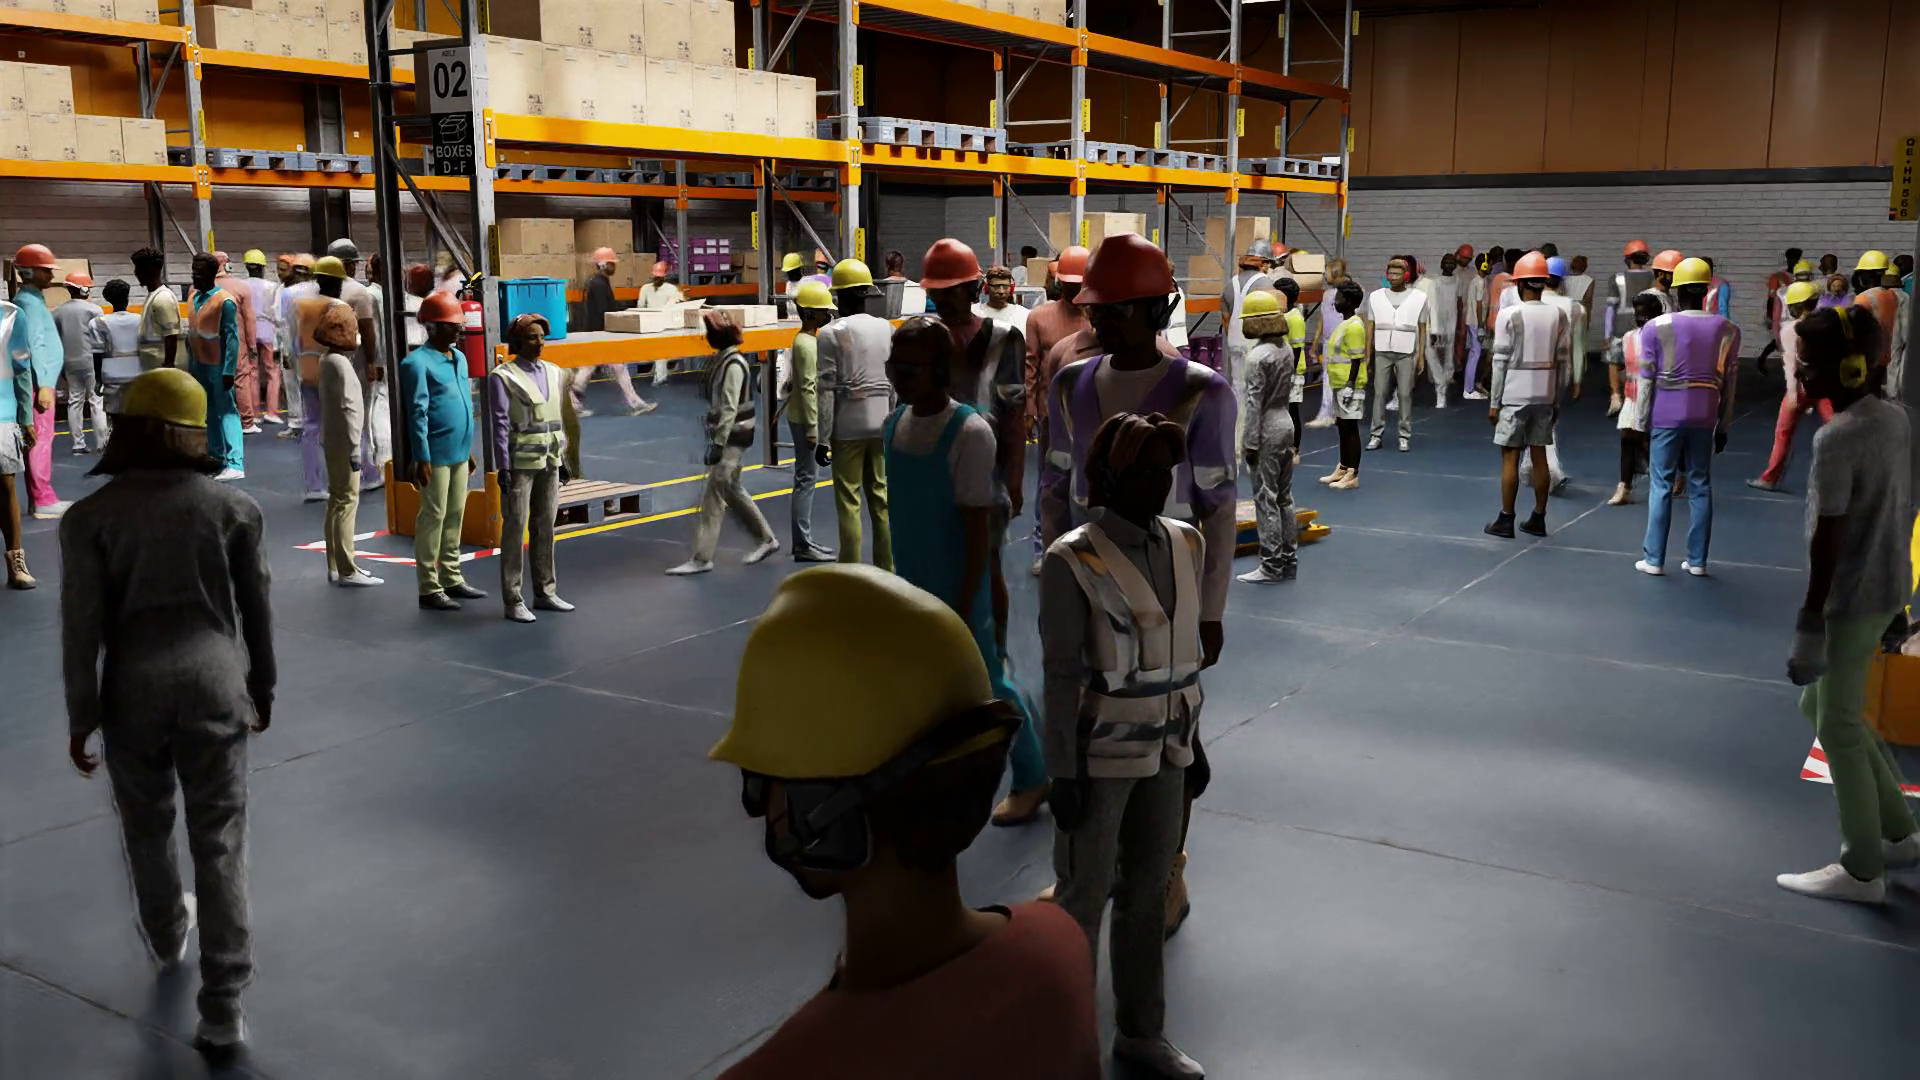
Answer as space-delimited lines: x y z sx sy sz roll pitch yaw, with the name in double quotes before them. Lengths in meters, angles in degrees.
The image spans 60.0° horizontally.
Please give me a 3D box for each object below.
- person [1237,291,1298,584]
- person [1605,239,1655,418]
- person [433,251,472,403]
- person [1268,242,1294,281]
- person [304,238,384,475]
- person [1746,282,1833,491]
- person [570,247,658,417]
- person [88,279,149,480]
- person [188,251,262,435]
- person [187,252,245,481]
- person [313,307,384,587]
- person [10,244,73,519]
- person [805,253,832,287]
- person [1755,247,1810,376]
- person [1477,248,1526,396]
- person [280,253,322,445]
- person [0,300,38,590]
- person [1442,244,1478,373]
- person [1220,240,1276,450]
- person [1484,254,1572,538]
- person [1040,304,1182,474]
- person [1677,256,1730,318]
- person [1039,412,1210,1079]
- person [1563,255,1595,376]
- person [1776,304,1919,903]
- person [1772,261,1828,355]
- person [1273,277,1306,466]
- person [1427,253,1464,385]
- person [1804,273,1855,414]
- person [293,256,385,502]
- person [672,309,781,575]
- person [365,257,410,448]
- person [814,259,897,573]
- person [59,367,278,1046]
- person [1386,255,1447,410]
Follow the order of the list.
"person" 1.804 -0.602 9.852 0.377 1.729 0.481 7 13 35
"person" 7.493 -2.329 18.579 0.604 2.024 0.440 1 10 7
"person" -5.705 -2.258 18.579 0.657 1.910 0.691 6 12 29
"person" 3.868 -2.636 20.368 0.389 1.991 0.622 7 12 32
"person" -5.297 -1.589 14.437 0.685 2.000 0.535 5 11 25
"person" 6.734 -1.170 13.072 0.565 1.694 0.978 -2 10 -12
"person" -4.068 -2.370 19.066 1.041 1.943 0.614 0 10 1
"person" -7.035 -1.347 14.041 0.534 1.698 0.322 -8 13 -38
"person" -7.626 -2.037 17.292 0.639 1.908 0.409 -1 10 -8
"person" -6.305 -1.462 14.062 0.593 1.922 0.391 6 12 31
"person" -3.611 -0.543 9.767 0.266 1.632 0.509 -7 12 -32
"person" -6.725 -1.157 12.176 0.392 1.991 0.613 -7 12 -32
"person" -1.778 -2.823 21.766 0.593 1.878 0.941 -5 11 -26
"person" 11.796 -3.223 23.813 0.619 1.935 0.813 -1 10 -6
"person" 6.862 -2.703 20.947 0.425 1.928 0.655 0 10 -2
"person" -6.536 -1.903 16.596 0.659 1.894 0.589 6 12 28
"person" -5.629 -0.706 9.537 0.607 2.044 0.378 -8 13 -37
"person" 7.561 -3.477 25.144 0.632 1.941 0.997 2 11 13
"person" 2.841 -1.846 15.860 0.537 2.000 0.678 -7 13 -36
"person" 3.852 -0.973 11.346 0.538 1.929 0.381 -2 10 -11
"person" 0.650 -0.234 7.315 0.638 1.903 0.409 3 11 17
"person" 9.059 -2.566 20.425 0.454 1.824 0.665 -8 13 -37
"person" 0.385 0.517 3.878 0.522 1.640 0.306 -9 14 -42
"person" 9.060 -3.298 24.587 0.581 1.803 0.944 9 13 40
"person" 2.686 0.217 5.001 0.441 1.838 0.562 9 14 41
"person" 9.872 -2.384 19.575 0.589 1.772 0.887 3 11 16
"person" 2.928 -1.503 14.924 0.320 1.692 0.531 -1 10 -5
"person" 6.789 -3.088 23.309 0.504 1.839 0.348 0 10 1
"person" 10.090 -2.263 19.284 0.512 1.640 0.309 4 11 22
"person" -4.902 -1.269 13.084 0.606 1.881 0.918 3 11 18
"person" -1.457 -0.599 10.186 0.740 1.599 0.565 -3 11 -18
"person" -5.280 -1.648 15.195 0.573 1.885 0.357 -3 11 -16
"person" -0.594 -0.634 9.503 0.408 1.919 0.581 10 14 44
"person" -2.045 0.408 4.333 0.519 1.683 0.918 -5 11 -26
"person" 5.544 -2.479 19.923 0.987 1.850 0.739 -7 13 -36
